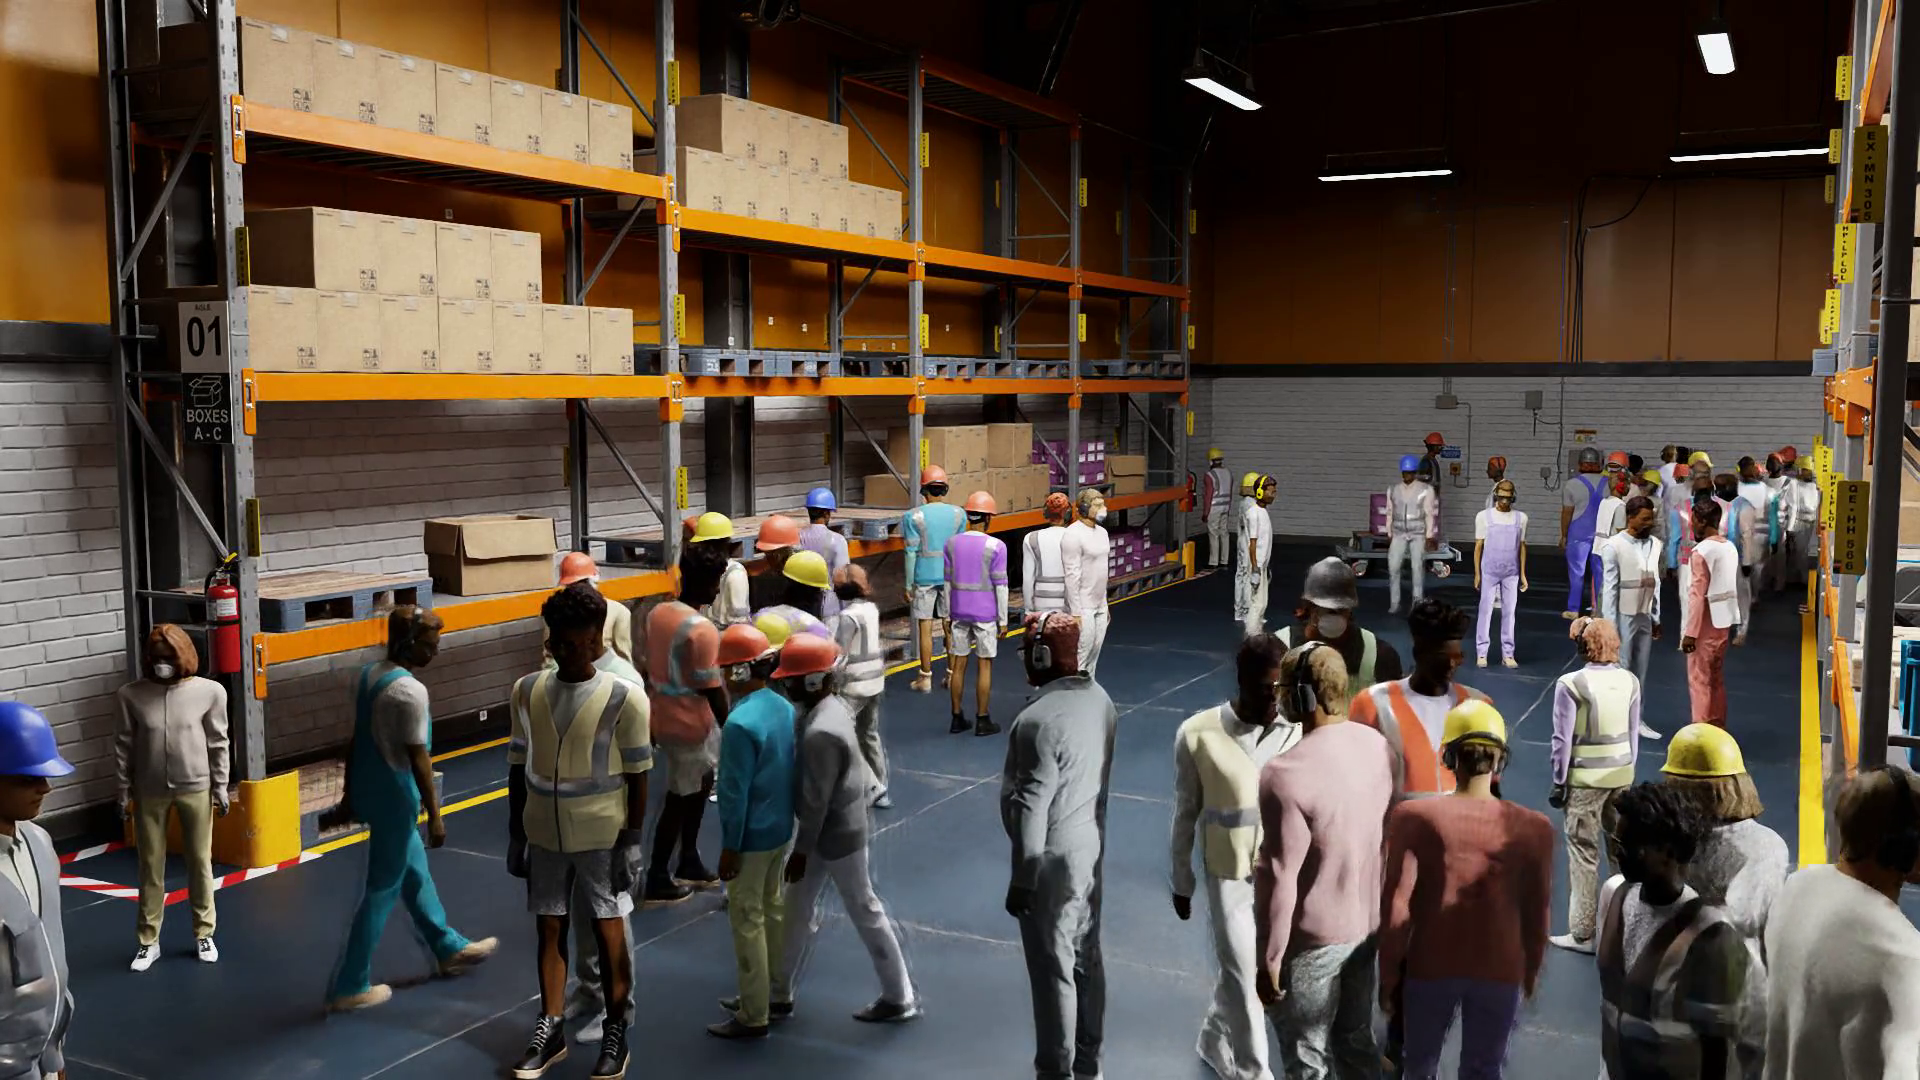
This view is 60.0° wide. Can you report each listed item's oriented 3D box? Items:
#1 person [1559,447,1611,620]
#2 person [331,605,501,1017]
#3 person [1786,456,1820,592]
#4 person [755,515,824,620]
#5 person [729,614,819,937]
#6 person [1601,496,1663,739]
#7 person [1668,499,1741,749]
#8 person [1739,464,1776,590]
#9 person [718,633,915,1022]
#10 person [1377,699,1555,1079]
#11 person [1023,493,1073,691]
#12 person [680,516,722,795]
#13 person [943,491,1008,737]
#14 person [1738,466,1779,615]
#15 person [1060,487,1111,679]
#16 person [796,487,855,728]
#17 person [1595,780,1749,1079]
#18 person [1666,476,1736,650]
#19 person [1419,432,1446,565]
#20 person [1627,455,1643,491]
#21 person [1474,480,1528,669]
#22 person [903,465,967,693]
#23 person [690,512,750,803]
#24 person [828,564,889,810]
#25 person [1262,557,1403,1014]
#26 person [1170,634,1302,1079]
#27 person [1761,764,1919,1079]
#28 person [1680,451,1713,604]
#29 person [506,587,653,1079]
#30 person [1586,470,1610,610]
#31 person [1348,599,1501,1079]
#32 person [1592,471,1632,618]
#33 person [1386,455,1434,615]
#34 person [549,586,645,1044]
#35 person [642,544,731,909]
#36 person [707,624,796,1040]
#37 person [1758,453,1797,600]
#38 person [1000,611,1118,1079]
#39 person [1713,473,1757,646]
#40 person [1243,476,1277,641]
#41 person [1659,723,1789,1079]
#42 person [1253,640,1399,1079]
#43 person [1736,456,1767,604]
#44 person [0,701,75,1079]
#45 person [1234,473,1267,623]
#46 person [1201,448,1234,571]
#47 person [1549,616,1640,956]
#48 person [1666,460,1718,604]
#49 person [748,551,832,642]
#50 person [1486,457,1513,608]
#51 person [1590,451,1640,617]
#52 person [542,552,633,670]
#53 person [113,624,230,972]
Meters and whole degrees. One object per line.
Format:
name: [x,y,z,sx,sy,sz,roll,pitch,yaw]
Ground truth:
person: [7.347,-0.079,19.530,0.688,2.000,0.535,0,5,-3]
person: [-2.439,1.171,7.424,0.878,1.788,0.593,-5,7,-42]
person: [11.321,-0.203,22.149,0.597,1.803,0.790,-2,6,-24]
person: [-1.051,0.813,10.344,0.640,1.966,0.623,5,7,43]
person: [-0.844,1.174,7.924,0.479,1.680,0.878,2,6,19]
person: [5.195,0.606,12.892,0.598,1.908,0.410,-3,6,-30]
person: [5.601,0.650,12.419,0.599,1.908,0.396,-5,7,-44]
person: [10.591,-0.171,22.130,0.423,1.732,0.582,-1,5,-11]
person: [-0.597,1.240,7.122,0.845,1.702,0.559,-1,5,-12]
person: [1.623,1.391,5.364,0.534,1.739,0.449,2,6,16]
person: [0.797,0.557,13.524,0.573,1.883,0.355,1,5,9]
person: [-1.735,0.773,11.204,0.356,1.883,0.573,-1,5,-14]
person: [0.134,0.580,13.075,0.550,1.925,0.392,3,6,26]
person: [9.523,-0.005,20.105,0.642,1.777,0.995,1,6,16]
person: [1.028,0.547,13.335,0.372,1.940,0.630,3,6,29]
person: [-1.110,0.555,13.210,0.603,1.945,0.390,3,6,29]
person: [1.950,1.485,4.555,0.407,1.681,0.544,-2,6,-17]
person: [7.697,0.242,17.255,0.701,1.824,0.493,2,6,20]
person: [7.217,-0.628,25.456,0.403,2.038,0.605,3,6,25]
person: [10.400,-0.471,25.618,0.321,1.689,0.530,2,6,19]
person: [5.250,0.335,16.151,0.504,1.839,0.344,0,5,5]
person: [-0.233,0.351,14.889,0.608,2.044,0.370,-2,6,-24]
person: [-1.595,0.770,11.051,0.390,1.918,0.589,-3,6,-26]
person: [-0.653,0.956,10.600,0.385,1.619,0.551,2,6,17]
person: [1.582,1.063,7.239,0.697,2.000,0.537,0,5,3]
person: [1.099,1.256,6.230,0.612,1.860,1.008,-1,5,-11]
person: [2.109,1.449,3.919,1.029,1.883,0.648,0,5,1]
person: [9.222,-0.148,20.872,0.366,1.927,0.585,2,6,25]
person: [-1.523,1.160,6.597,0.604,1.965,0.367,1,5,11]
person: [7.779,0.024,20.071,0.322,1.737,0.489,-1,5,-7]
person: [1.800,1.194,6.345,0.649,1.938,0.730,-1,5,-14]
person: [6.946,0.202,17.641,0.415,1.856,0.582,0,5,1]
person: [5.335,-0.044,19.794,0.618,1.923,0.689,3,6,31]
person: [-1.569,1.142,7.094,0.598,1.912,0.416,5,7,43]
person: [-1.382,0.972,8.767,0.687,1.928,0.644,-4,7,-36]
person: [-0.896,1.225,7.095,0.354,1.738,0.577,1,5,15]
person: [10.456,-0.177,21.419,0.356,1.884,0.574,-4,6,-34]
person: [0.354,1.215,6.370,0.404,1.900,0.639,3,6,28]
person: [8.155,0.204,17.654,0.432,1.828,0.661,-1,5,-11]
person: [3.012,0.285,16.617,0.347,1.855,0.532,2,6,22]
person: [2.262,1.420,5.062,0.489,1.734,0.325,-2,6,-17]
person: [1.174,1.289,5.406,0.629,1.933,0.370,-4,7,-40]
person: [9.897,-0.126,20.979,0.514,1.865,0.329,2,6,23]
person: [-2.509,1.383,4.349,0.417,1.939,0.605,0,5,-2]
person: [3.375,0.088,19.307,0.299,1.745,0.483,-1,5,-13]
person: [3.792,-0.448,24.650,0.586,1.825,0.404,-5,7,-41]
person: [3.114,1.187,8.134,0.530,1.627,0.323,-3,6,-26]
person: [8.836,-0.024,19.944,0.642,1.852,0.993,1,5,13]
person: [-0.964,0.993,9.004,0.628,1.863,0.964,4,7,36]
person: [6.692,-0.098,20.641,0.356,1.876,0.575,1,5,7]
person: [7.674,-0.048,19.509,0.620,1.986,0.409,5,7,43]
person: [-2.297,0.933,10.241,0.574,1.740,0.351,0,5,5]
person: [-3.724,1.205,7.875,0.499,1.633,0.279,-2,6,-20]
